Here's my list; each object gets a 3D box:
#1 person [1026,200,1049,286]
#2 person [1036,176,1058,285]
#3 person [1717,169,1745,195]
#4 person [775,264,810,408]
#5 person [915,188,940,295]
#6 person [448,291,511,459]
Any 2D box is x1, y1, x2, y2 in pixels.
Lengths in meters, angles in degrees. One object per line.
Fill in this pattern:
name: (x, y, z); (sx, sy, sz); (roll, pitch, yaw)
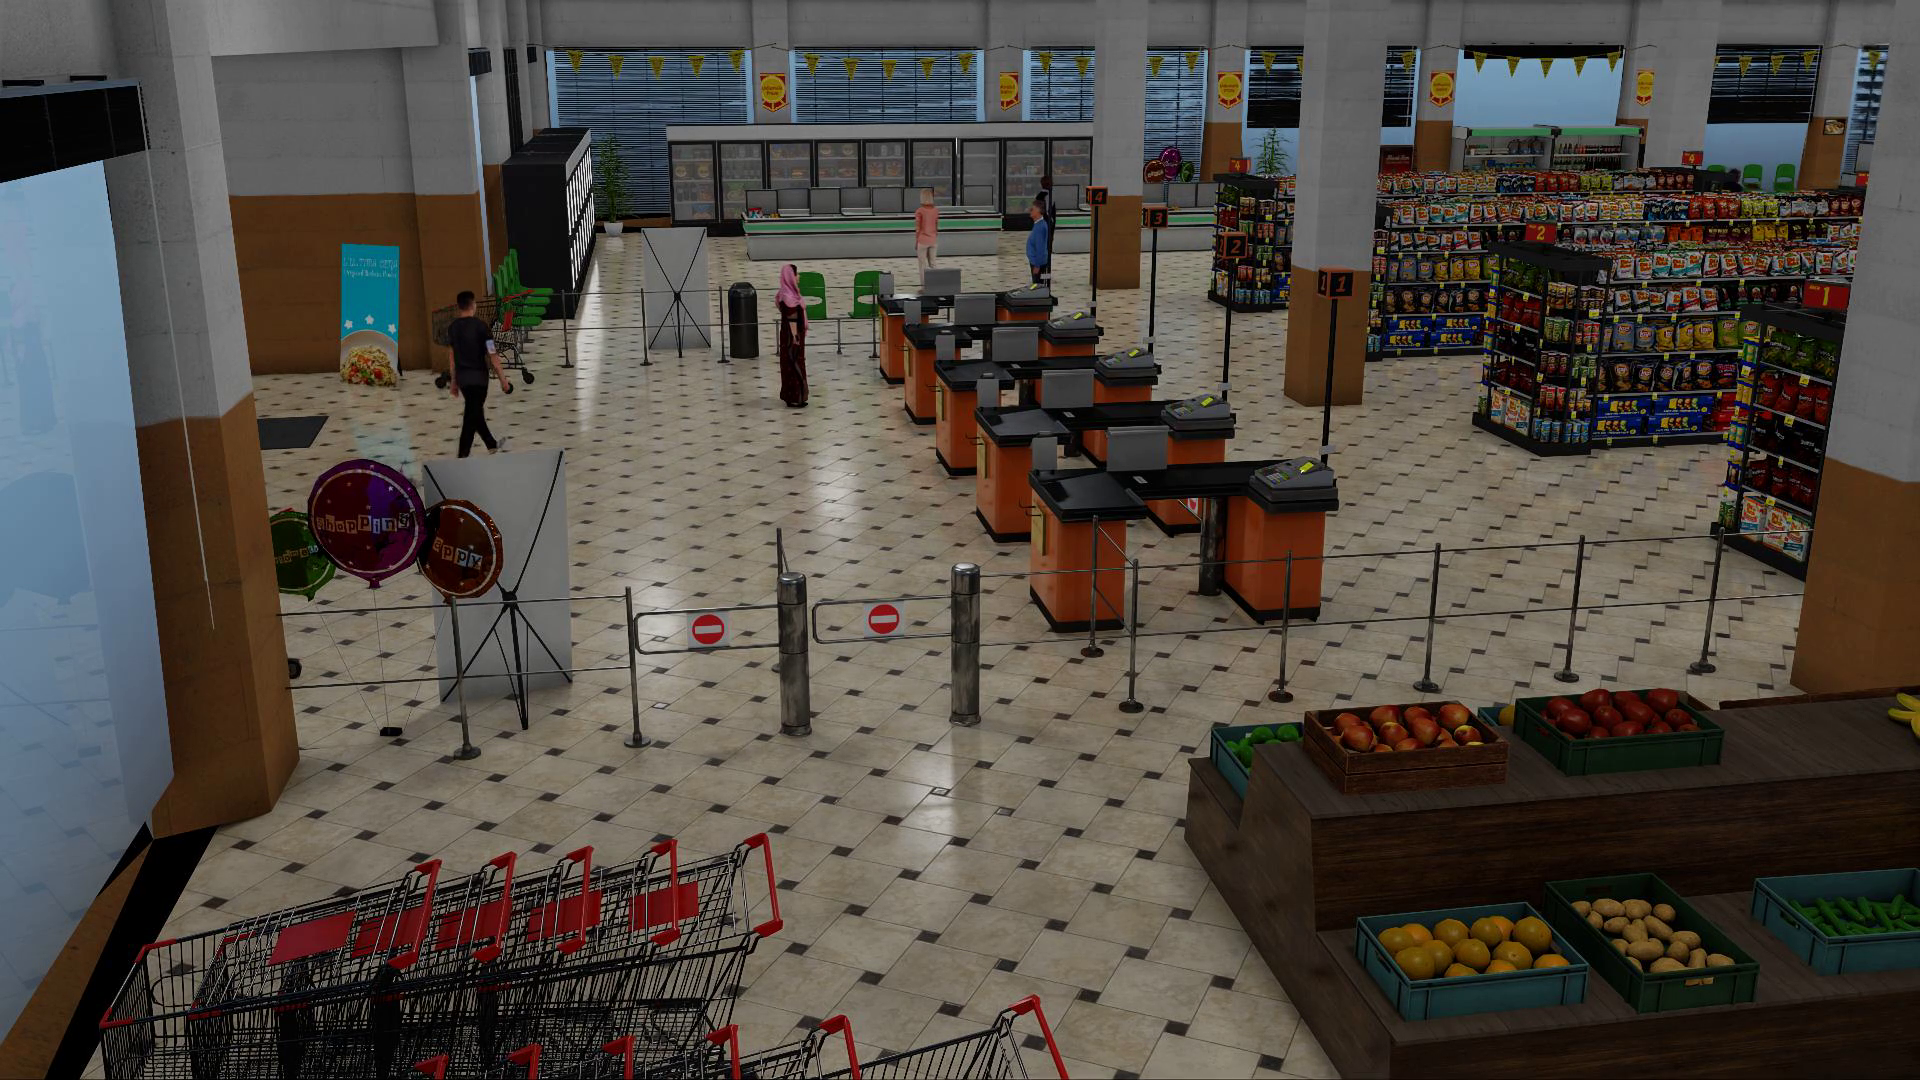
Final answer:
person: (1.166, -4.118, 24.595); (0.637, 1.820, 0.692); (0, 17, 1)
person: (1.452, -5.359, 28.680); (0.633, 1.822, 0.693); (-7, 18, -22)
person: (13.893, -5.837, 30.298); (0.958, 1.796, 0.997); (15, 23, 41)
person: (-1.932, -2.355, 19.106); (0.599, 1.637, 0.659); (-2, 17, -7)
person: (-0.547, -4.923, 27.411); (0.596, 1.725, 0.722); (-12, 20, -33)
person: (-4.769, -1.485, 16.107); (1.160, 1.714, 1.121); (8, 19, 24)
